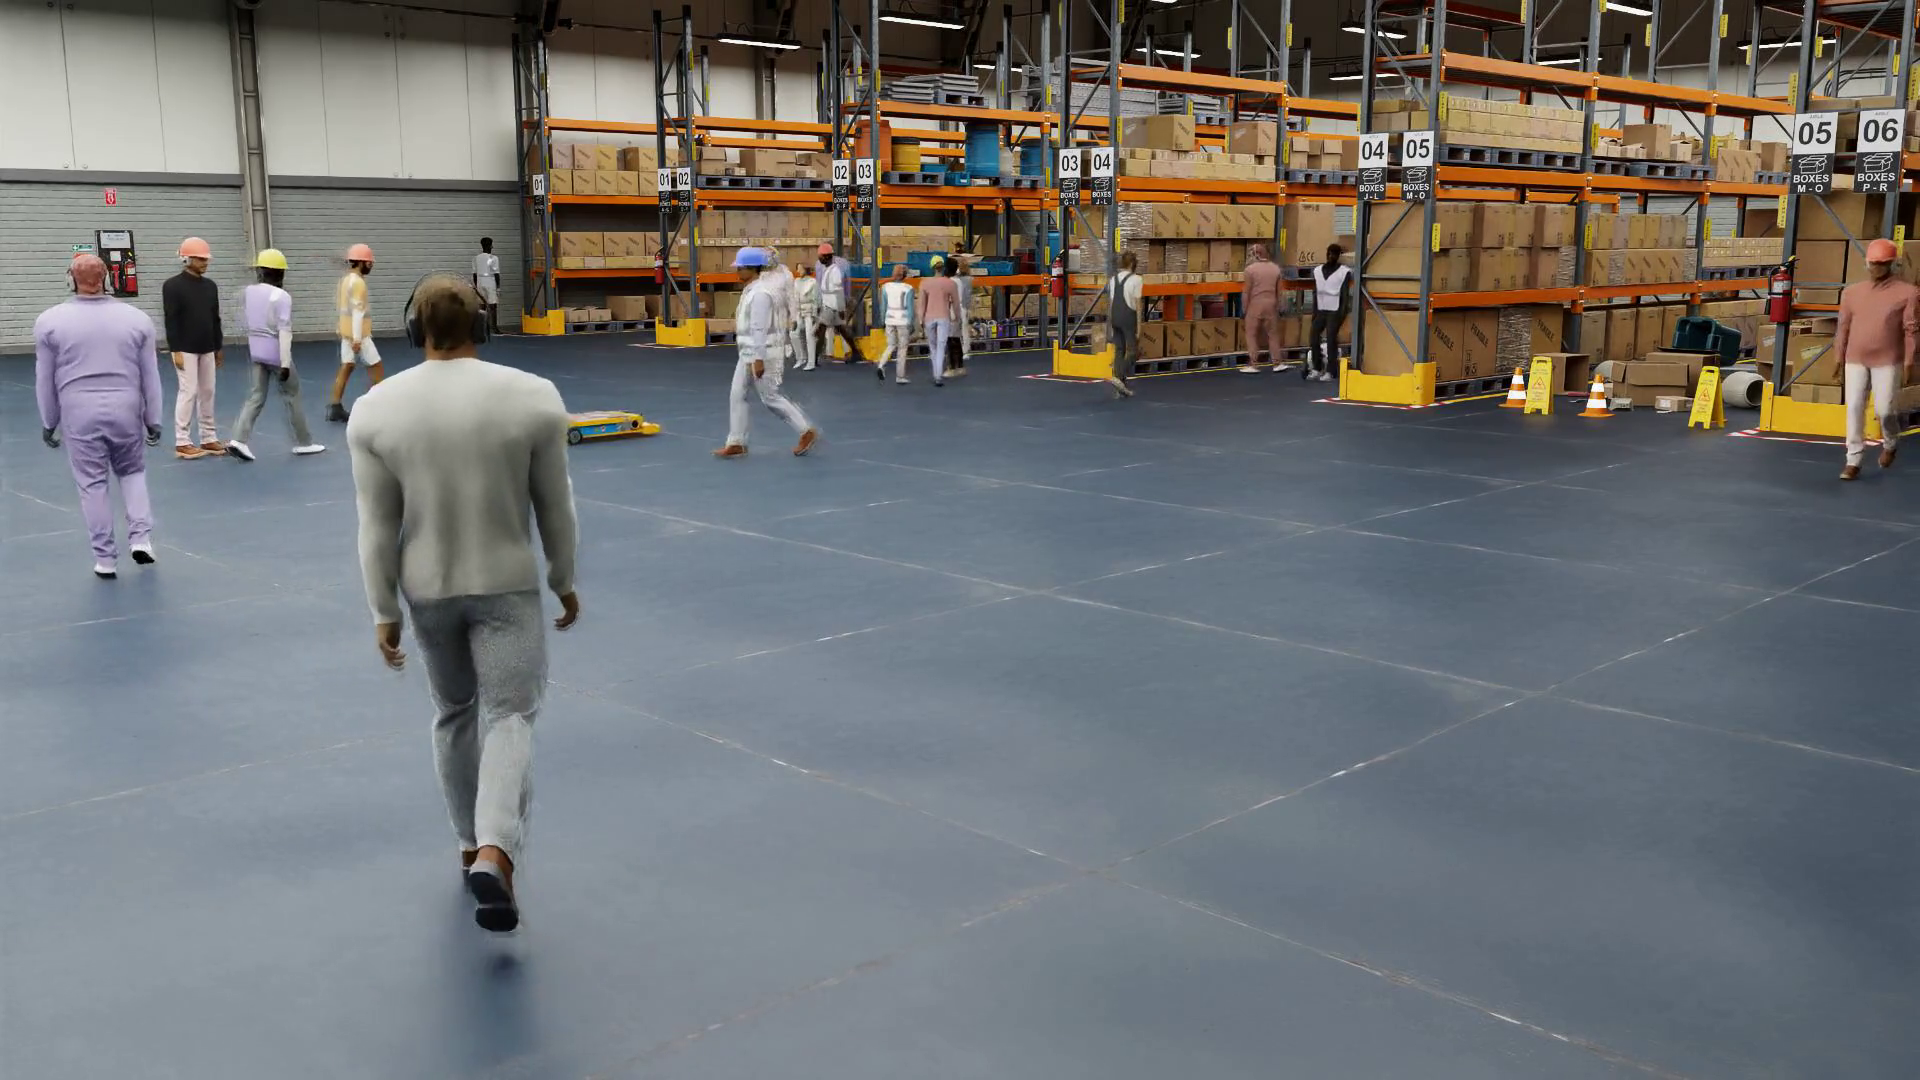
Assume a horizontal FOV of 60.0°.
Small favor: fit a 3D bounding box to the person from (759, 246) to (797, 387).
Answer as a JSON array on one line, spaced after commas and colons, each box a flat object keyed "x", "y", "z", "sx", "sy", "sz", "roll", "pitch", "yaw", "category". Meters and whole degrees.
[{"x": -2.528, "y": -3.041, "z": 22.502, "sx": 0.685, "sy": 1.870, "sz": 0.821, "roll": 1, "pitch": 10, "yaw": 8, "category": "person"}]

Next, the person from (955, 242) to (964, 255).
[{"x": -0.002, "y": -5.900, "z": 38.107, "sx": 0.518, "sy": 1.856, "sz": 0.461, "roll": 9, "pitch": 13, "yaw": 39, "category": "person"}]

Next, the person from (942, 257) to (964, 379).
[{"x": -0.120, "y": -3.131, "z": 23.440, "sx": 0.317, "sy": 1.695, "sz": 0.539, "roll": 4, "pitch": 11, "yaw": 21, "category": "person"}]

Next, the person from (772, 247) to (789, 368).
[{"x": -2.832, "y": -3.496, "z": 25.066, "sx": 0.600, "sy": 1.826, "sz": 0.404, "roll": -8, "pitch": 13, "yaw": -36, "category": "person"}]

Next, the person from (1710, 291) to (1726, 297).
[{"x": 14.468, "y": -4.743, "z": 32.030, "sx": 0.816, "sy": 1.768, "sz": 0.613, "roll": -4, "pitch": 11, "yaw": -19, "category": "person"}]

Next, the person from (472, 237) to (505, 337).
[{"x": -9.409, "y": -5.042, "z": 33.123, "sx": 0.607, "sy": 1.966, "sz": 0.373, "roll": 4, "pitch": 11, "yaw": 20, "category": "person"}]

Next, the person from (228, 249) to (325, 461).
[{"x": -6.237, "y": -1.676, "z": 14.991, "sx": 0.588, "sy": 1.889, "sz": 0.933, "roll": 4, "pitch": 11, "yaw": 22, "category": "person"}]

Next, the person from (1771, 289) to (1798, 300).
[{"x": 16.018, "y": -4.841, "z": 32.291, "sx": 0.445, "sy": 1.865, "sz": 0.700, "roll": -2, "pitch": 11, "yaw": -12, "category": "person"}]

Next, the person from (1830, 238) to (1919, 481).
[{"x": 7.562, "y": -1.492, "z": 13.743, "sx": 0.568, "sy": 1.981, "sz": 0.628, "roll": -10, "pitch": 15, "yaw": -44, "category": "person"}]

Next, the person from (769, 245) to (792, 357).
[{"x": -2.936, "y": -3.780, "z": 26.593, "sx": 0.520, "sy": 1.845, "sz": 0.486, "roll": 4, "pitch": 11, "yaw": 19, "category": "person"}]

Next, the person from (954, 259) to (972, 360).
[{"x": 0.004, "y": -3.725, "z": 26.887, "sx": 0.375, "sy": 1.616, "sz": 0.519, "roll": -8, "pitch": 13, "yaw": -38, "category": "person"}]

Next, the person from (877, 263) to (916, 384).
[{"x": -0.847, "y": -2.908, "z": 22.422, "sx": 0.525, "sy": 1.623, "sz": 0.422, "roll": 6, "pitch": 12, "yaw": 30, "category": "person"}]

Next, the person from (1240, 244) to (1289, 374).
[{"x": 4.471, "y": -3.384, "z": 24.400, "sx": 0.868, "sy": 1.868, "sz": 0.398, "roll": -5, "pitch": 12, "yaw": -26, "category": "person"}]

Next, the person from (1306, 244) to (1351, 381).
[{"x": 5.038, "y": -3.129, "z": 22.926, "sx": 0.626, "sy": 1.879, "sz": 0.637, "roll": -9, "pitch": 14, "yaw": -42, "category": "person"}]

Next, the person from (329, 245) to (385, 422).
[{"x": -6.415, "y": -2.232, "z": 17.989, "sx": 0.968, "sy": 1.885, "sz": 0.567, "roll": -7, "pitch": 13, "yaw": -34, "category": "person"}]

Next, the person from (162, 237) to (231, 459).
[{"x": -6.926, "y": -1.745, "z": 15.111, "sx": 0.428, "sy": 1.983, "sz": 0.631, "roll": 4, "pitch": 11, "yaw": 19, "category": "person"}]

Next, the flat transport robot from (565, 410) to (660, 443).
[{"x": -3.755, "y": -1.130, "z": 16.533, "sx": 0.652, "sy": 0.197, "sz": 1.431, "roll": 9, "pitch": 14, "yaw": 40, "category": "flat transport robot"}]

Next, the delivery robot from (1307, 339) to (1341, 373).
[{"x": 5.159, "y": -2.603, "z": 23.524, "sx": 0.477, "sy": 0.478, "sz": 0.707, "roll": 5, "pitch": 12, "yaw": 25, "category": "delivery robot"}]

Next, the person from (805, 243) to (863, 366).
[{"x": -1.969, "y": -3.641, "z": 25.765, "sx": 1.029, "sy": 1.883, "sz": 0.537, "roll": -3, "pitch": 11, "yaw": -14, "category": "person"}]

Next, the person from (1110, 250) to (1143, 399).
[{"x": 2.017, "y": -2.655, "z": 20.502, "sx": 0.532, "sy": 1.827, "sz": 0.506, "roll": 10, "pitch": 15, "yaw": 44, "category": "person"}]

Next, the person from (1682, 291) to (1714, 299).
[{"x": 13.726, "y": -4.627, "z": 30.937, "sx": 0.629, "sy": 1.940, "sz": 0.377, "roll": 10, "pitch": 14, "yaw": 42, "category": "person"}]

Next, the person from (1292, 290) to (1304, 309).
[{"x": 9.206, "y": -7.319, "z": 45.457, "sx": 0.612, "sy": 1.997, "sz": 0.376, "roll": -3, "pitch": 11, "yaw": -15, "category": "person"}]

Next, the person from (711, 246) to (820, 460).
[{"x": -1.752, "y": -1.683, "z": 14.977, "sx": 0.919, "sy": 1.918, "sz": 0.622, "roll": -4, "pitch": 11, "yaw": -20, "category": "person"}]

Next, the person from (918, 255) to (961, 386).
[{"x": -0.270, "y": -2.940, "z": 22.320, "sx": 0.546, "sy": 1.720, "sz": 0.923, "roll": 2, "pitch": 11, "yaw": 12, "category": "person"}]

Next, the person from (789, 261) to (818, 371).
[{"x": -2.314, "y": -3.322, "z": 24.665, "sx": 0.535, "sy": 1.622, "sz": 0.429, "roll": 7, "pitch": 13, "yaw": 35, "category": "person"}]

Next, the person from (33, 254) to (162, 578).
[{"x": -5.077, "y": -0.728, "z": 9.823, "sx": 0.646, "sy": 1.892, "sz": 0.438, "roll": -7, "pitch": 13, "yaw": -35, "category": "person"}]

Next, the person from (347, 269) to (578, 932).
[{"x": -1.455, "y": 0.167, "z": 4.889, "sx": 0.626, "sy": 1.914, "sz": 0.891, "roll": -1, "pitch": 10, "yaw": -5, "category": "person"}]

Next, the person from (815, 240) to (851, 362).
[{"x": -2.024, "y": -3.827, "z": 26.669, "sx": 0.683, "sy": 1.920, "sz": 0.444, "roll": -7, "pitch": 13, "yaw": -35, "category": "person"}]

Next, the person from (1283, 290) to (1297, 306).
[{"x": 5.892, "y": -4.410, "z": 30.259, "sx": 0.411, "sy": 1.749, "sz": 0.539, "roll": -9, "pitch": 14, "yaw": -41, "category": "person"}]
